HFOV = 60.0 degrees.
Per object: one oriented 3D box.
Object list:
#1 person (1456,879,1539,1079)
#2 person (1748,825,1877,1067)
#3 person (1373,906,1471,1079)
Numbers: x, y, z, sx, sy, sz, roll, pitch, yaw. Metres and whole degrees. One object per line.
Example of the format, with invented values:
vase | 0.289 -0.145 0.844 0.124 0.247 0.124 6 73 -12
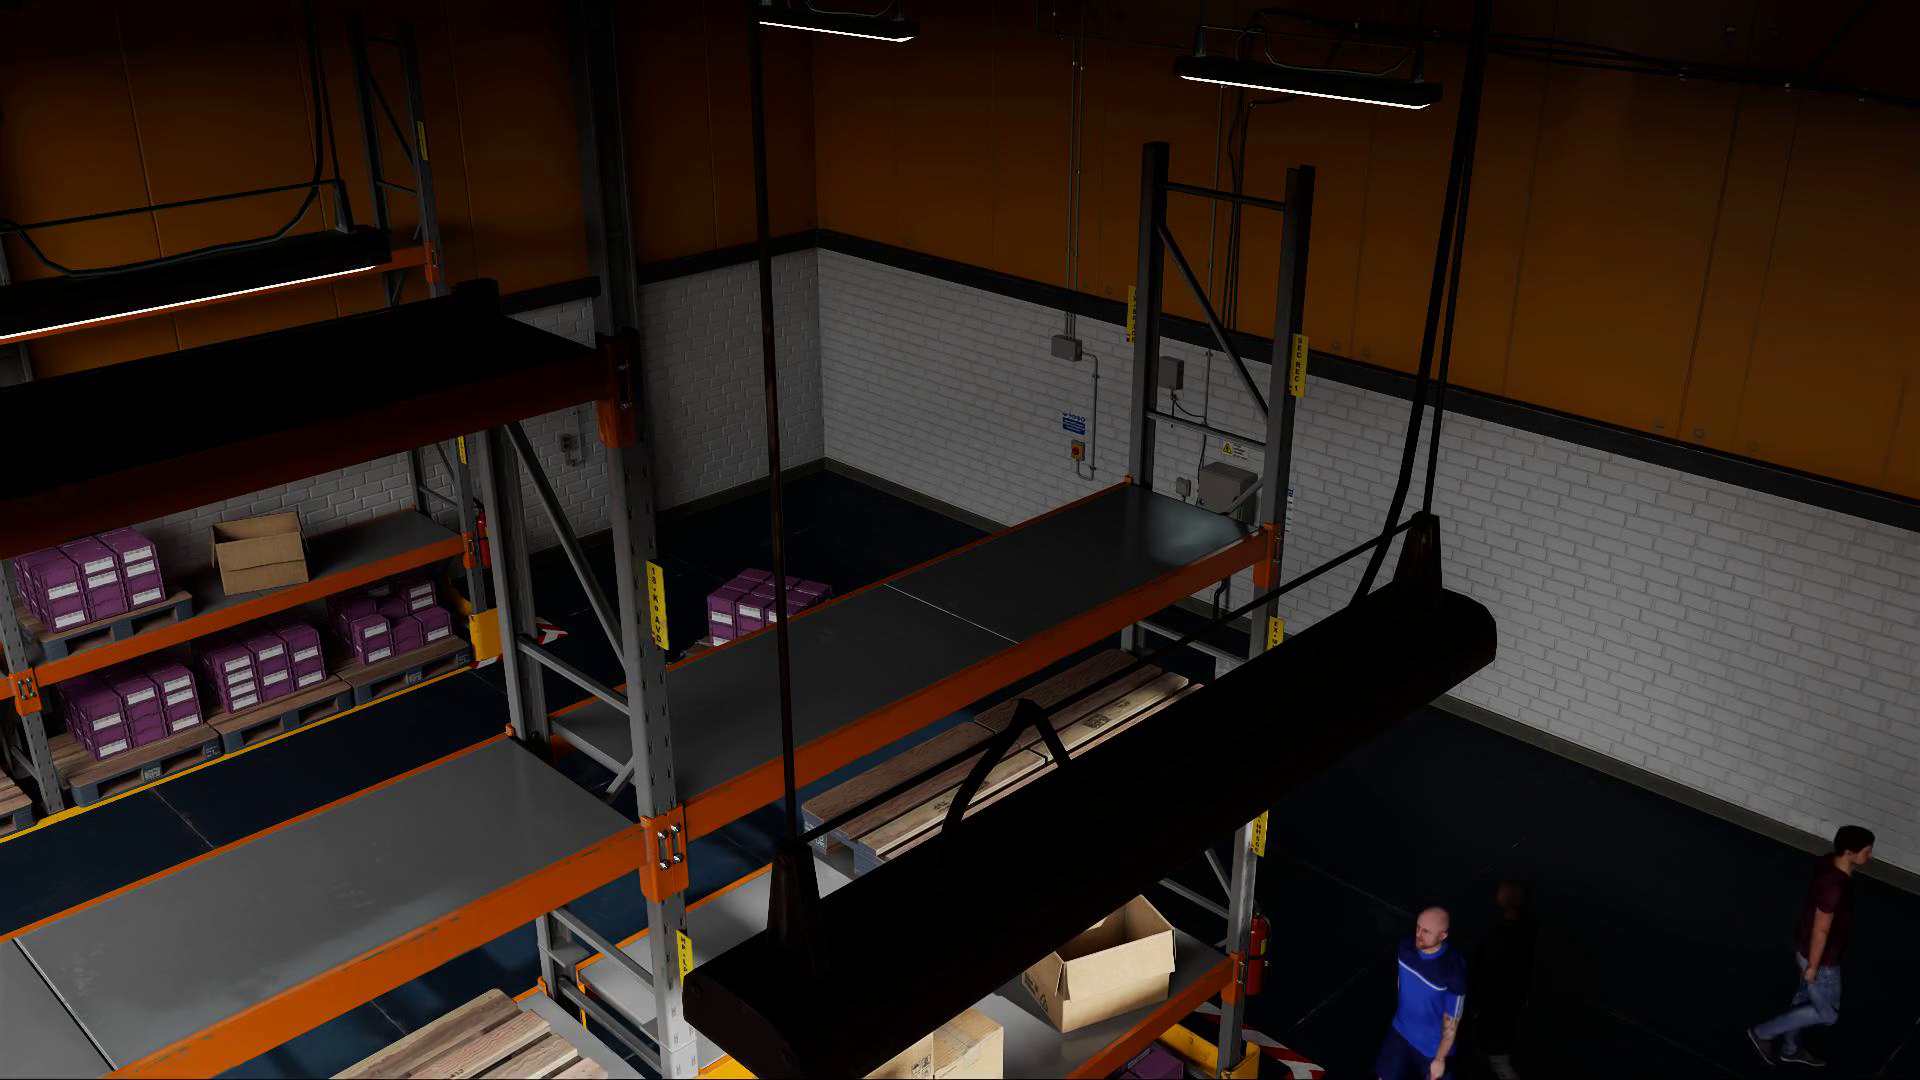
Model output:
person | 3.378 2.891 10.176 1.096 1.726 0.745 -20 31 -38
person | 5.445 2.603 10.702 0.871 1.834 0.820 10 25 21
person | 2.842 2.957 9.952 1.198 1.785 0.833 -16 28 -32
